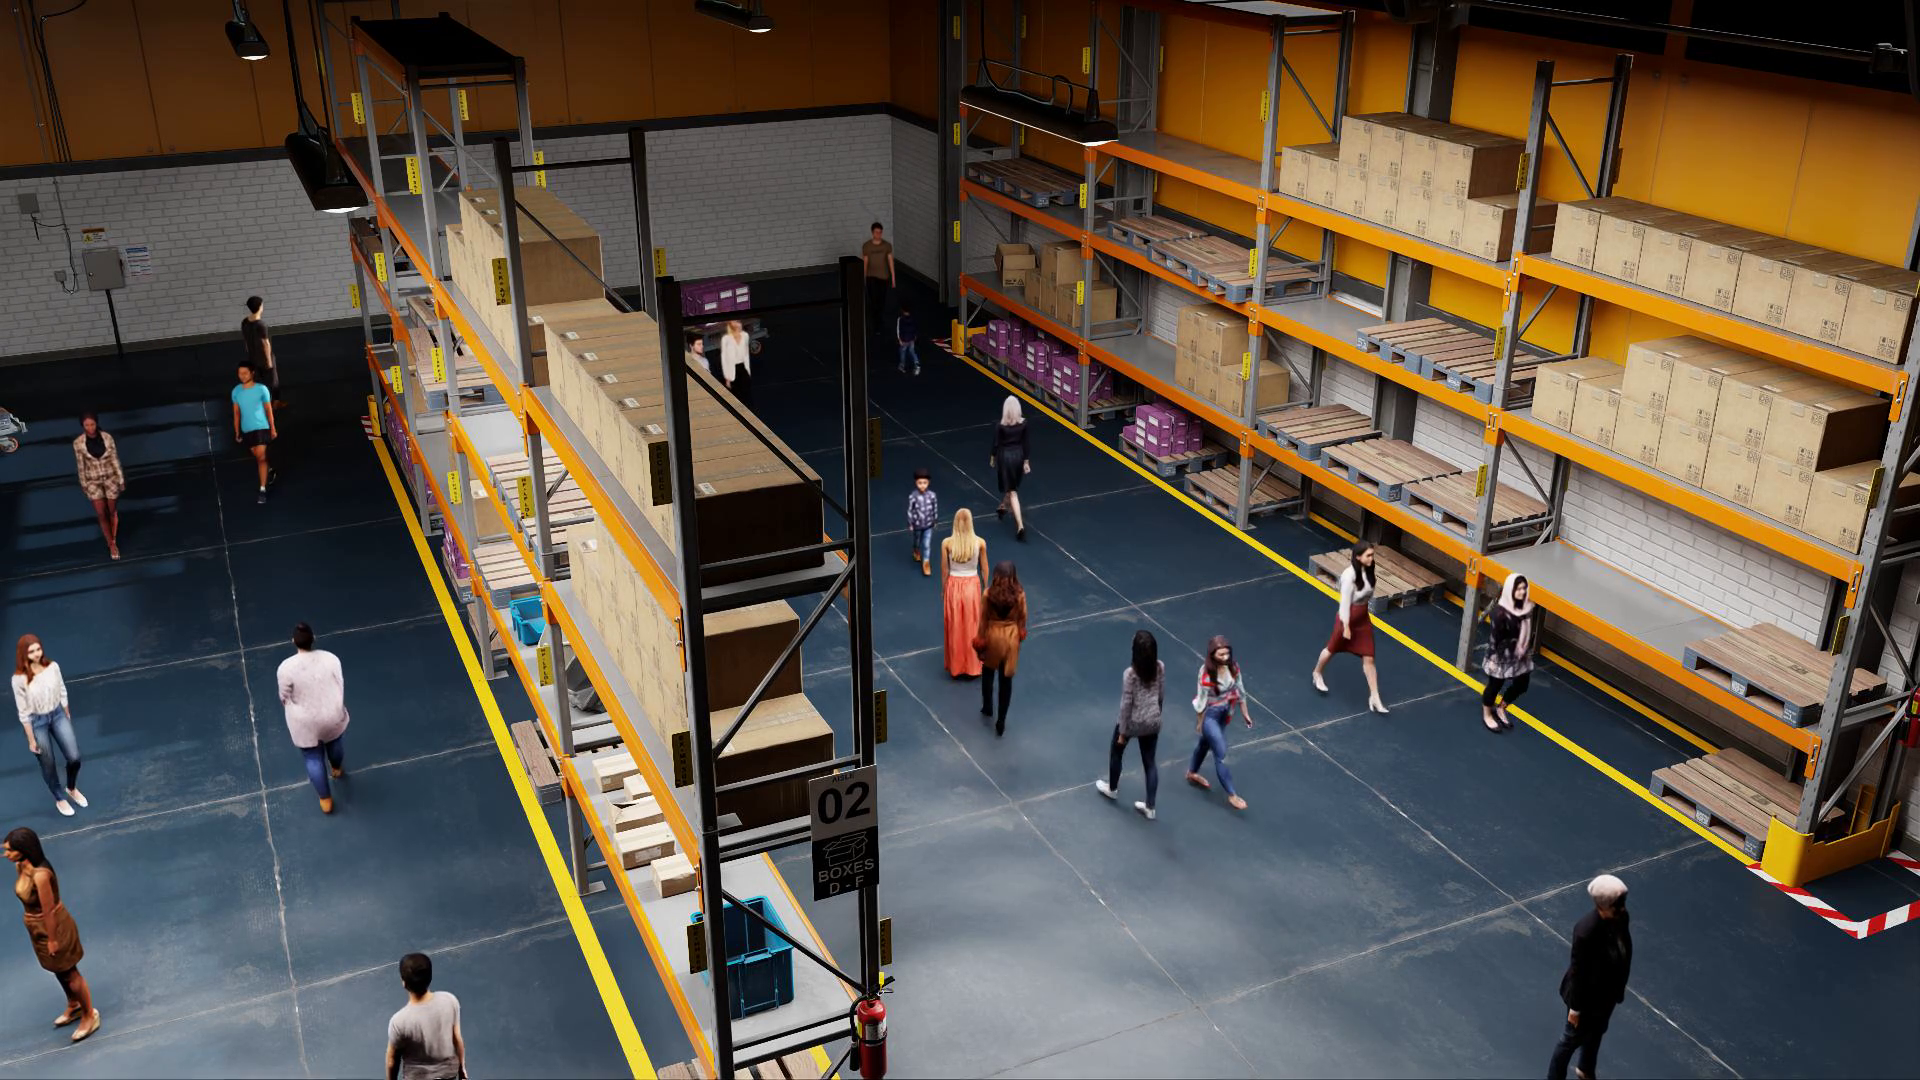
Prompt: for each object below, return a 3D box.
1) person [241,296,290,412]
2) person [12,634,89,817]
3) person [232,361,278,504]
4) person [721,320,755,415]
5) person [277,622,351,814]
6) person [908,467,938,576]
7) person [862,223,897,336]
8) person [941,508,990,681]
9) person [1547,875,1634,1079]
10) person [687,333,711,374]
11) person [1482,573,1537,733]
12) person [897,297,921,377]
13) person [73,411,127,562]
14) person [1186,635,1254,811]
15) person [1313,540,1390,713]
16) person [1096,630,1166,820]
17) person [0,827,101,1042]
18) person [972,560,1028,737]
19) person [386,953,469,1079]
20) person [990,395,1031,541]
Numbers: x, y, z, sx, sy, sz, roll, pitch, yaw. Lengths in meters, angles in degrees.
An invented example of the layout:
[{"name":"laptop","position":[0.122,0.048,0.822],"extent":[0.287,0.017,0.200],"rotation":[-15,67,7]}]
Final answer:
[{"name":"person","position":[-10.046,-2.604,23.740],"extent":[1.022,1.696,1.051],"rotation":[10,26,22]},{"name":"person","position":[-7.836,1.553,14.203],"extent":[0.678,1.718,0.659],"rotation":[21,31,40]},{"name":"person","position":[-8.850,-1.407,20.954],"extent":[0.958,1.735,1.224],"rotation":[1,24,2]},{"name":"person","position":[-3.099,-2.208,22.716],"extent":[0.736,1.792,1.216],"rotation":[-15,28,-30]},{"name":"person","position":[-5.519,1.536,14.250],"extent":[0.717,1.711,1.011],"rotation":[-12,27,-26]},{"name":"person","position":[-0.431,-0.244,18.916],"extent":[0.621,1.237,0.838],"rotation":[-4,24,-9]},{"name":"person","position":[-1.364,-4.363,27.628],"extent":[0.914,1.805,1.323],"rotation":[-4,24,-9]},{"name":"person","position":[0.032,0.535,16.428],"extent":[0.727,1.802,0.742],"rotation":[2,24,4]},{"name":"person","position":[3.990,2.797,10.394],"extent":[0.737,1.777,0.624],"rotation":[-14,27,-29]},{"name":"person","position":[-3.493,-1.769,21.627],"extent":[1.198,1.859,0.980],"rotation":[17,29,33]},{"name":"person","position":[5.045,1.025,15.528],"extent":[0.636,1.625,0.654],"rotation":[-12,26,-25]},{"name":"person","position":[-0.781,-3.115,25.517],"extent":[0.529,1.209,0.795],"rotation":[-12,26,-25]},{"name":"person","position":[-9.911,-0.659,19.190],"extent":[0.663,1.777,0.730],"rotation":[-17,29,-34]},{"name":"person","position":[2.152,1.512,14.480],"extent":[1.068,1.571,0.795],"rotation":[22,32,40]},{"name":"person","position":[3.689,0.798,15.964],"extent":[0.783,1.692,1.164],"rotation":[-17,29,-34]},{"name":"person","position":[1.573,1.600,14.103],"extent":[0.679,1.712,0.882],"rotation":[-12,26,-25]},{"name":"person","position":[-6.323,2.720,11.576],"extent":[0.589,1.684,0.699],"rotation":[17,29,34]},{"name":"person","position":[0.403,1.029,15.418],"extent":[0.829,1.706,0.894],"rotation":[-2,24,-5]},{"name":"person","position":[-3.213,3.327,10.190],"extent":[1.204,1.681,0.884],"rotation":[22,32,40]},{"name":"person","position":[0.627,-0.820,19.655],"extent":[0.578,1.700,1.121],"rotation":[-10,25,-21]}]
